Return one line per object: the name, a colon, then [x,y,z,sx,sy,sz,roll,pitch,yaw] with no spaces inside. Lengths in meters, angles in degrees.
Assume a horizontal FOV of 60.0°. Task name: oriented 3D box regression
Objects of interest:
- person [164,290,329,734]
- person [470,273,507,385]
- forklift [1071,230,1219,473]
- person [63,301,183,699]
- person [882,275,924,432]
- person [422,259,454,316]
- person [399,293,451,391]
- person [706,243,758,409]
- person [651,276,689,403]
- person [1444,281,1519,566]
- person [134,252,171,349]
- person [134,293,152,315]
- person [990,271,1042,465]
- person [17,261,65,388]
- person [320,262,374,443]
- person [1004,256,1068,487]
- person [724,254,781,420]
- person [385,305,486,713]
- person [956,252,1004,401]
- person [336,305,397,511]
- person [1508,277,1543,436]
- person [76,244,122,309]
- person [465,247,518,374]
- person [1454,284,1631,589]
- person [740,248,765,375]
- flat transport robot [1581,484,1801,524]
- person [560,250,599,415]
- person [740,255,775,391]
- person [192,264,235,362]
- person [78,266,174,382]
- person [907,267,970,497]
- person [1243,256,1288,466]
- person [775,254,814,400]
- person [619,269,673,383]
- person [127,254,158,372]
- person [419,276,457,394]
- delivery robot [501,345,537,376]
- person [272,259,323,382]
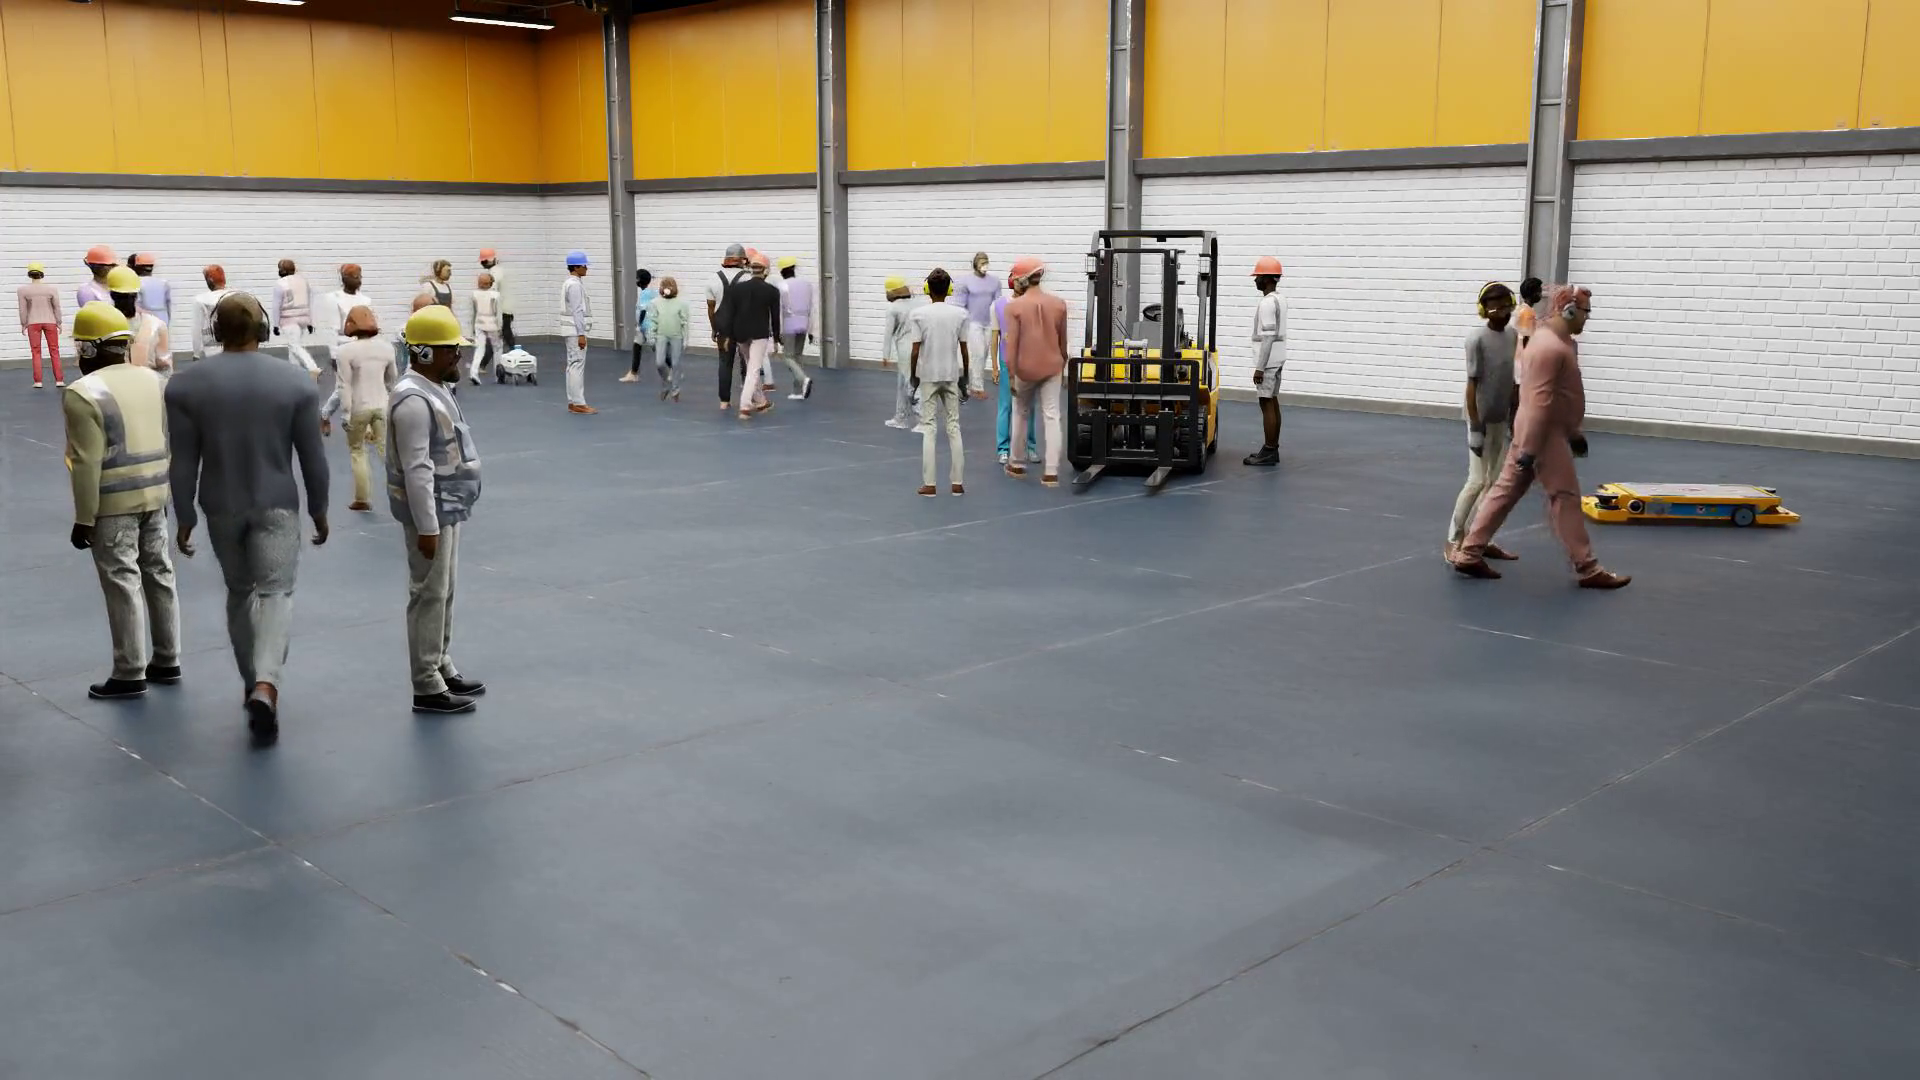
person: [-3.087,-0.126,7.235,0.637,1.909,0.941,-2,11,-12]
person: [-6.791,-3.019,23.793,0.524,1.606,0.829,2,11,10]
forklift: [1.804,-1.825,15.677,1.214,2.155,2.313,2,11,13]
person: [-3.884,-0.179,7.683,0.404,1.835,0.588,3,11,14]
person: [-0.615,-2.024,18.106,0.805,1.696,0.504,8,13,36]
person: [-6.686,-2.699,21.446,0.400,1.825,0.543,5,11,25]
person: [-4.713,-1.368,14.748,0.529,1.622,0.441,1,10,8]
person: [-2.740,-2.626,20.463,0.684,2.000,0.535,2,11,11]
person: [-3.695,-2.547,21.198,0.501,1.621,0.358,0,10,1]
person: [3.430,-0.753,10.793,0.563,1.851,0.383,-9,14,-41]
person: [-10.759,-2.847,22.066,0.847,1.901,0.556,10,14,43]
person: [-8.289,-1.777,16.637,0.605,1.738,0.546,9,14,40]
person: [0.550,-1.633,15.568,0.565,1.850,0.390,-4,11,-19]
person: [-12.868,-3.008,23.294,0.524,1.769,0.315,-6,12,-31]
person: [-6.319,-1.926,17.151,0.740,1.860,0.586,6,12,31]
person: [0.636,-1.459,14.344,0.643,1.937,0.970,-3,11,-16]
person: [-2.419,-2.386,19.518,0.648,1.919,1.021,3,11,18]
person: [-2.352,-0.134,7.475,0.403,1.826,0.596,-2,11,-9]
person: [0.315,-2.762,21.567,0.646,1.913,0.779,-6,12,-31]
person: [-4.486,-0.990,12.716,0.668,1.608,0.506,9,14,40]
person: [5.965,-1.919,17.567,0.320,1.694,0.531,4,11,19]
person: [-8.316,-1.854,16.248,0.394,2.042,0.611,0,10,-2]
person: [-7.144,-3.476,25.382,1.008,1.937,0.637,-1,10,-7]
person: [3.543,-0.623,10.115,1.018,1.852,0.646,2,11,13]
person: [-3.193,-3.482,25.410,0.355,1.938,0.545,-8,13,-38]
flat transport robot: [5.457,-0.281,12.506,1.431,0.197,0.652,1,10,7]
person: [-4.570,-2.473,19.876,0.389,1.949,0.604,-4,11,-21]
person: [-2.866,-2.976,22.897,0.776,1.844,0.544,6,12,28]
person: [-7.674,-1.960,17.400,0.912,1.852,0.558,8,13,38]
person: [-5.899,-0.982,11.841,0.621,1.909,0.456,-9,14,-40]
person: [-0.174,-1.285,13.620,0.523,1.870,0.317,-2,11,-12]
person: [2.842,-1.655,15.453,0.357,1.938,0.543,4,11,23]
person: [-2.092,-2.715,21.347,0.608,1.899,0.660,-8,13,-38]
person: [-4.496,-3.104,24.123,0.874,1.658,0.528,-3,11,-16]
person: [-10.873,-2.871,22.252,0.391,1.883,0.670,-2,11,-11]
person: [-7.015,-2.754,22.376,0.796,1.596,0.531,7,13,35]
delivery robot: [-6.336,-2.553,23.865,0.477,0.478,0.707,-6,12,-30]
person: [-9.486,-3.114,23.790,0.883,1.812,0.631,4,11,22]
